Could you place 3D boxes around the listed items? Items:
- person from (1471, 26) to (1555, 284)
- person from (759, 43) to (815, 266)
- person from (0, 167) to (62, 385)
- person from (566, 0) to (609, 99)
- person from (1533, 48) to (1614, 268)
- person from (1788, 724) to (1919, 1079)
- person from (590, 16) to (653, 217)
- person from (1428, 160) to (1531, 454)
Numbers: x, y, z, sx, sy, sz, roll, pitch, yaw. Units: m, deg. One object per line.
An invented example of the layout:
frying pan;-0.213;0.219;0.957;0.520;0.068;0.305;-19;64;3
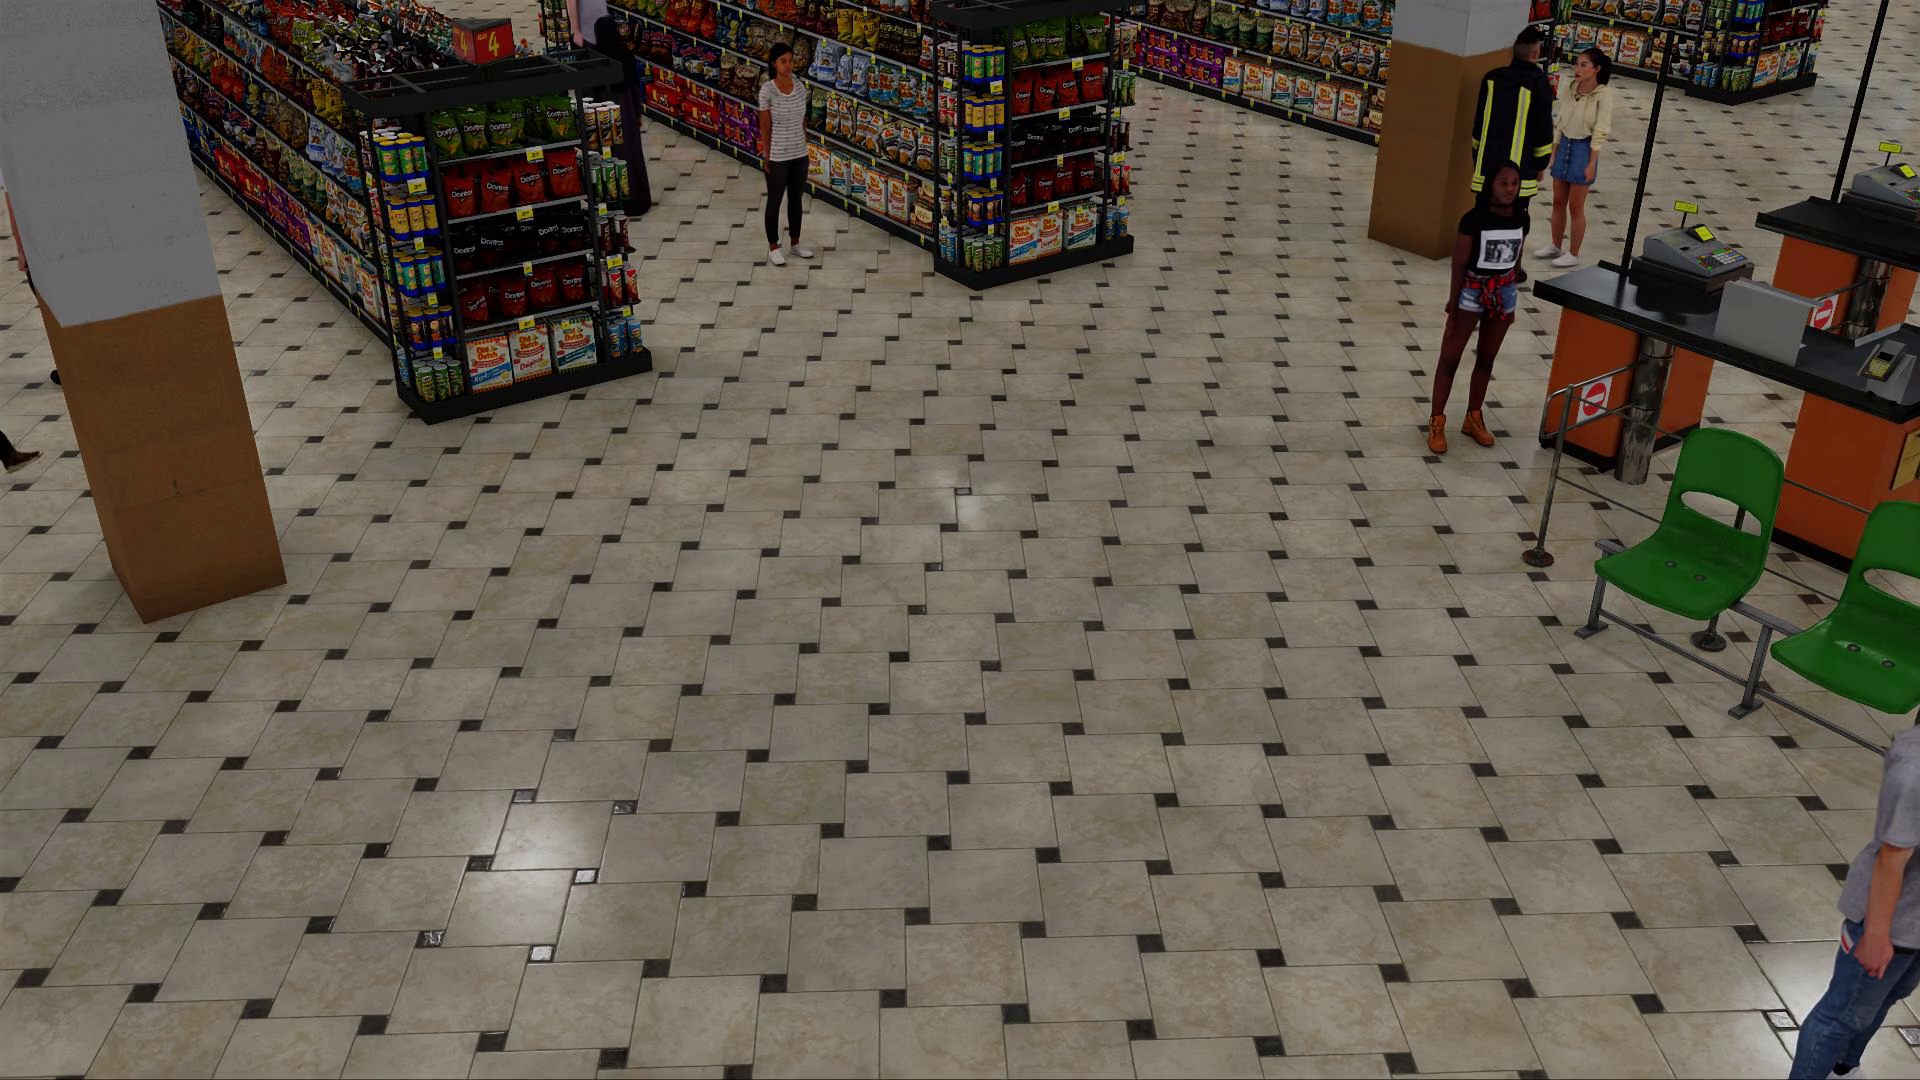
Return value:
person;4.005;-2.812;12.144;0.688;1.862;0.861;25;37;38
person;-1.325;-2.924;12.574;0.572;1.646;0.531;-21;35;-33
person;-5.699;-1.881;10.453;0.729;1.849;0.744;15;32;25
person;-3.564;-4.890;15.976;0.787;1.838;0.763;10;30;17
person;4.642;-2.871;12.494;0.705;1.631;0.516;-15;32;-25
person;2.861;1.062;5.022;0.668;1.889;0.540;-19;34;-31
person;-2.818;-3.464;13.597;0.666;1.614;0.680;-8;30;-15
person;3.013;-1.352;9.612;0.698;1.727;0.712;-7;29;-13
